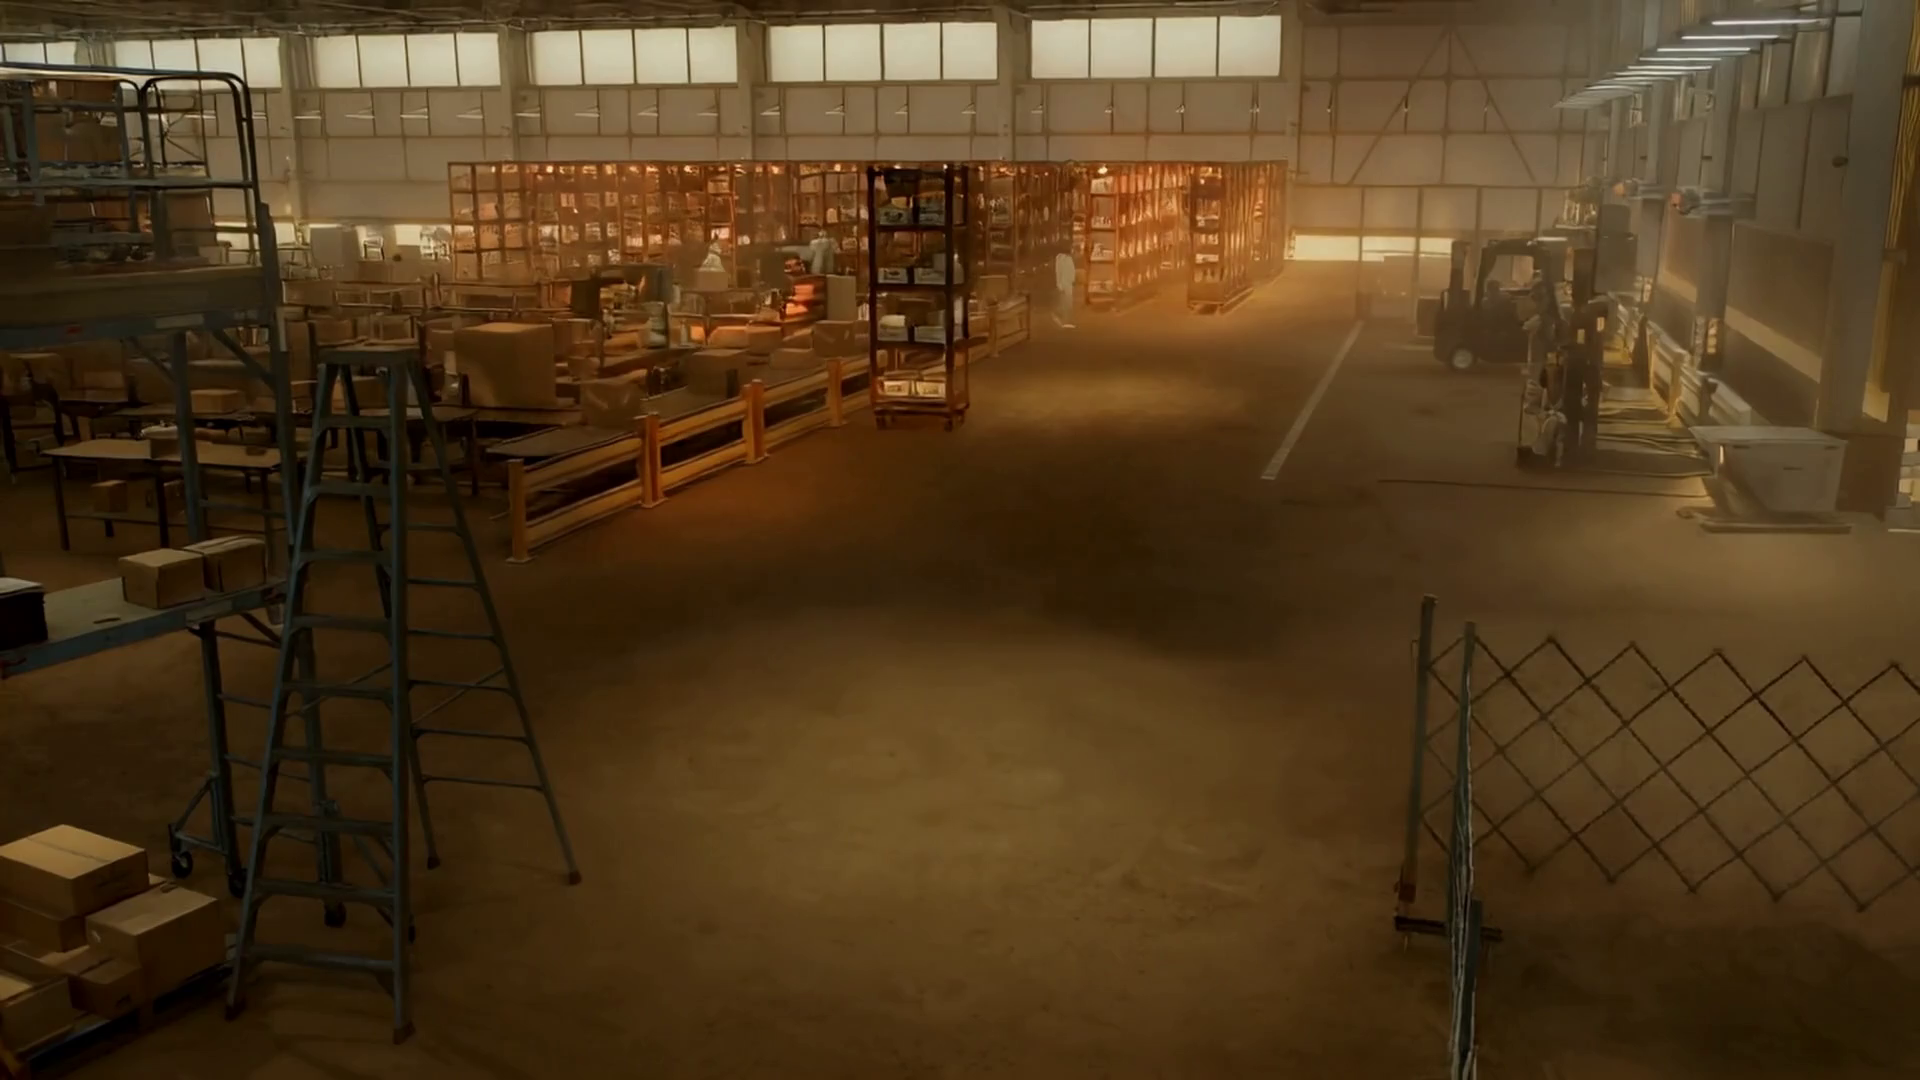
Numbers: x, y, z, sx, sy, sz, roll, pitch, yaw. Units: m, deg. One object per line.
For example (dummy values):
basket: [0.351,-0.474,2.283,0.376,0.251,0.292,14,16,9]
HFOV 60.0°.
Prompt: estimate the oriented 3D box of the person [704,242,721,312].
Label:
person: [-5.725,-6.003,38.556,0.485,1.804,0.612,4,14,16]

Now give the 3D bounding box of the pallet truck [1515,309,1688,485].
pallet truck: [7.554,-1.677,19.446,1.885,1.965,0.823,3,13,14]

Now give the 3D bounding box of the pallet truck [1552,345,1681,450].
pallet truck: [8.641,-1.896,21.908,1.630,1.274,0.653,4,14,16]

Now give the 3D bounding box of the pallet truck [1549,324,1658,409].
pallet truck: [9.824,-2.669,25.407,1.601,1.201,0.680,4,14,16]

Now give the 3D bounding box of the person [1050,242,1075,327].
person: [2.291,-5.674,36.942,0.571,1.896,0.645,5,14,22]

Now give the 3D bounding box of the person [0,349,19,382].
person: [-14.314,-2.777,24.801,0.522,1.726,0.905,11,17,40]

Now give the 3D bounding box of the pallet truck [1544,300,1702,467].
pallet truck: [8.263,-1.952,20.631,1.885,1.965,0.823,5,14,20]

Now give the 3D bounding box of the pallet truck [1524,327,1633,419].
pallet truck: [9.065,-2.460,24.370,1.522,1.261,0.704,3,13,14]

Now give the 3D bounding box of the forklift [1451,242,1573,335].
forklift: [10.464,-4.597,31.405,2.680,1.987,1.157,4,14,16]

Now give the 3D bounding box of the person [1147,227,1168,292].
person: [5.506,-7.820,46.404,0.625,1.810,0.489,-5,14,-21]

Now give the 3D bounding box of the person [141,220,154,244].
person: [-22.722,-8.003,46.783,0.613,1.991,0.391,8,15,32]

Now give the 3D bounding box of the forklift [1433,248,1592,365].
forklift: [9.780,-4.111,29.280,2.680,1.987,1.157,3,13,14]
